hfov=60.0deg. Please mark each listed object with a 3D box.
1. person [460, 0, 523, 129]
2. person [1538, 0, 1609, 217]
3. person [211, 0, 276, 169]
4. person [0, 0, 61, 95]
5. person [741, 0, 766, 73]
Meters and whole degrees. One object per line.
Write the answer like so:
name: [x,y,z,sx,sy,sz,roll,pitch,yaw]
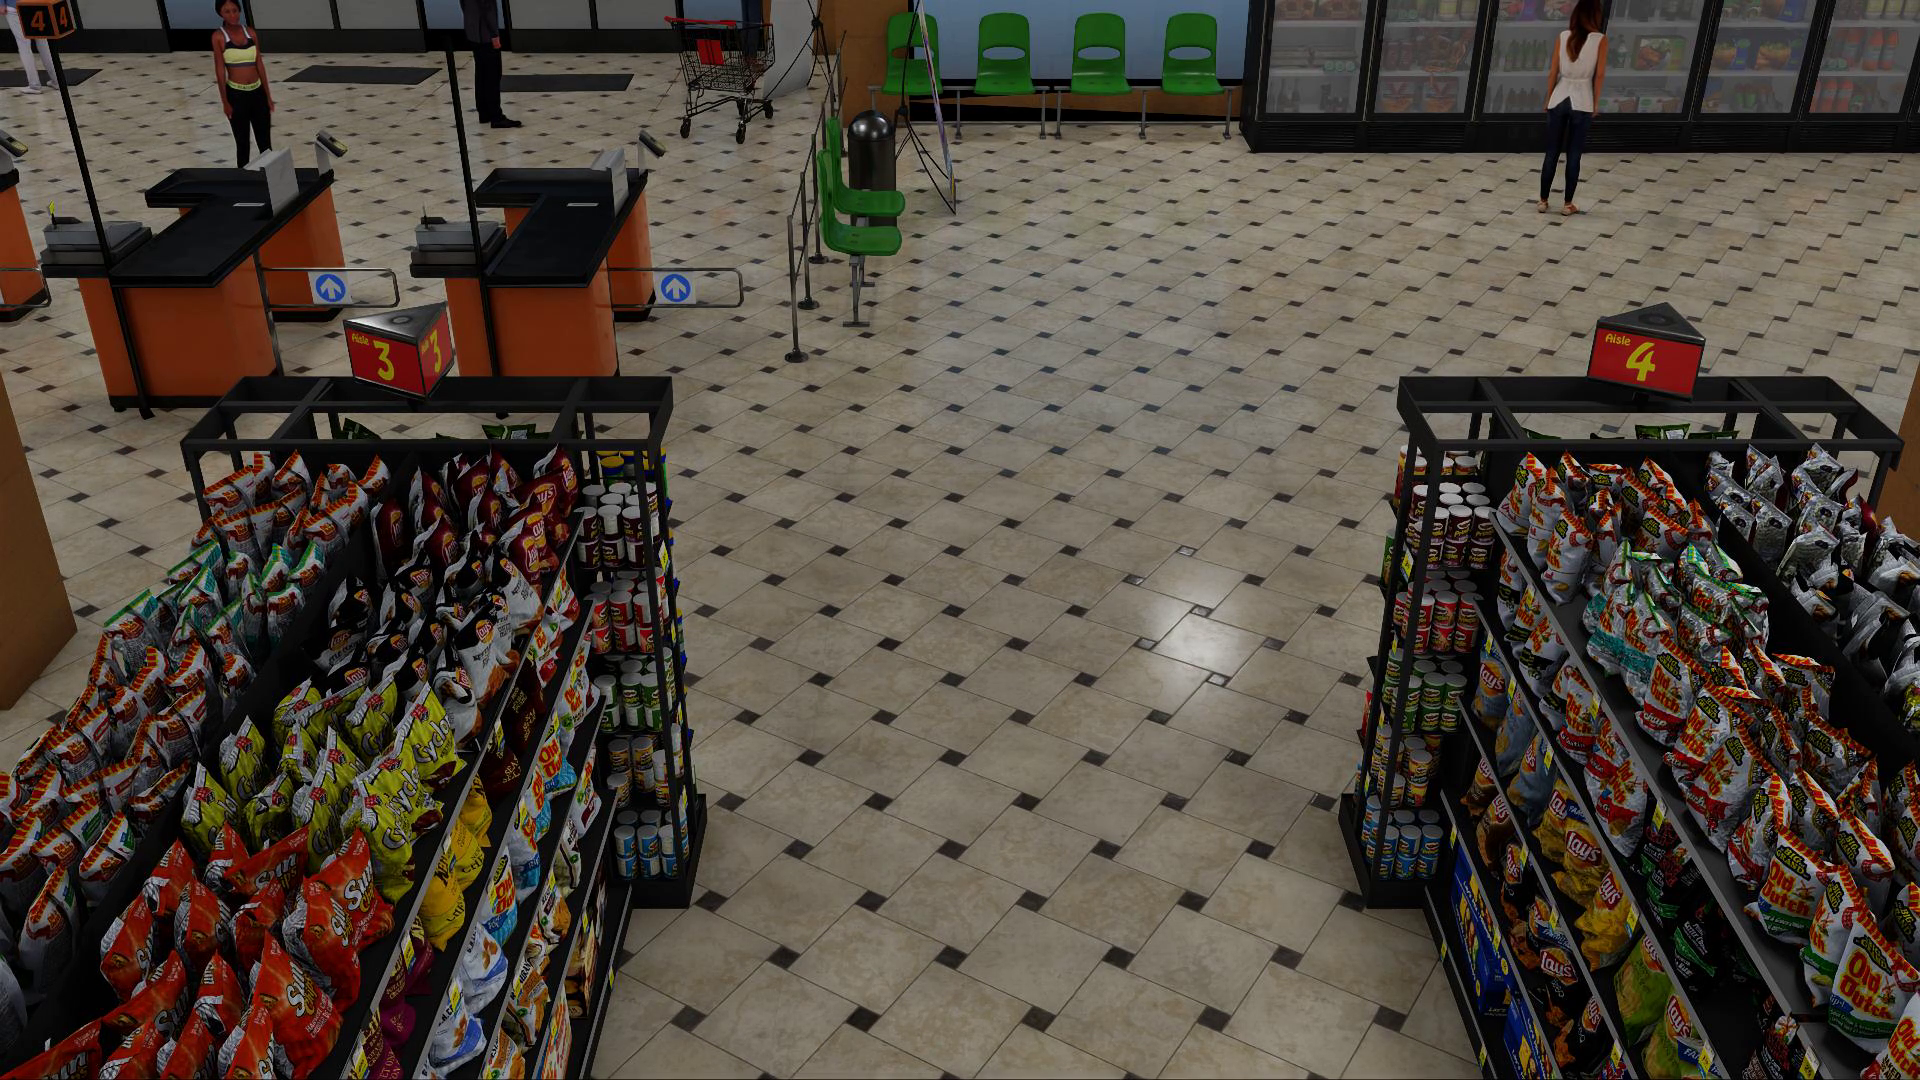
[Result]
person: [-4.658,-4.993,16.274,0.866,1.840,0.772,-21,35,-33]
person: [5.053,-3.588,13.757,0.664,1.785,0.681,16,33,27]
person: [-6.001,-3.695,13.985,0.641,1.754,0.695,-24,37,-37]
person: [-9.842,-5.657,17.439,0.802,1.889,0.689,16,32,26]
person: [-2.326,-6.106,18.362,0.731,1.792,0.619,-15,32,-25]
